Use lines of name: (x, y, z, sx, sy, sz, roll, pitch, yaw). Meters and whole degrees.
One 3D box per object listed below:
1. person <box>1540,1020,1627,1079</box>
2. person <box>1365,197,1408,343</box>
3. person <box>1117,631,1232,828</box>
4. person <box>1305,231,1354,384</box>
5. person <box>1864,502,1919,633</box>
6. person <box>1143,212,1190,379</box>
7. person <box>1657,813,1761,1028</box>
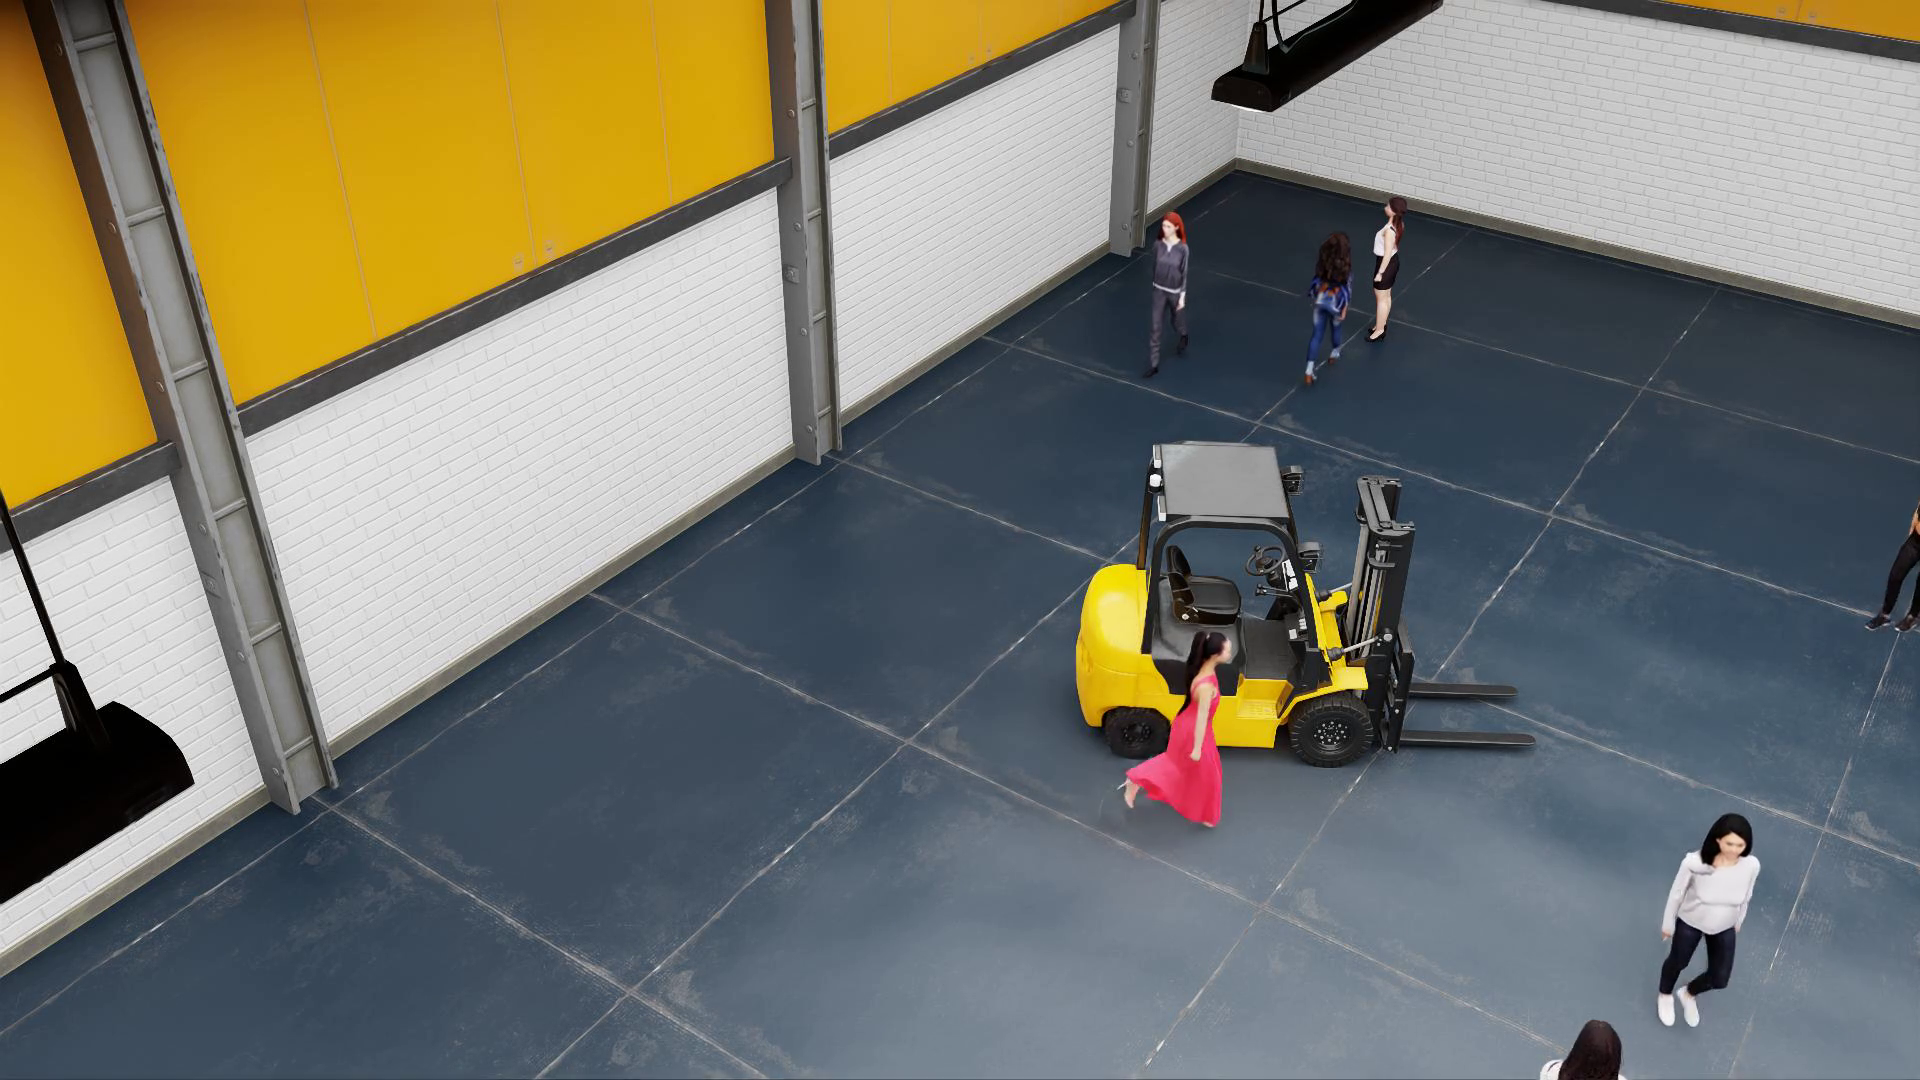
person: (3.153, 3.222, 8.620, 0.696, 1.759, 0.772, 14, 36, 20)
person: (4.605, -2.930, 17.975, 0.651, 1.648, 0.507, 13, 36, 19)
person: (1.530, 1.344, 11.498, 0.981, 1.701, 1.000, 1, 34, 1)
person: (3.790, -2.366, 17.194, 0.702, 1.574, 1.094, 19, 38, 26)
person: (7.916, 0.058, 13.507, 0.805, 1.617, 0.691, -19, 38, -26)
person: (2.226, -2.593, 17.377, 0.650, 1.750, 1.092, 17, 37, 24)
person: (4.514, 2.264, 10.124, 0.743, 1.689, 0.755, 4, 34, 6)
